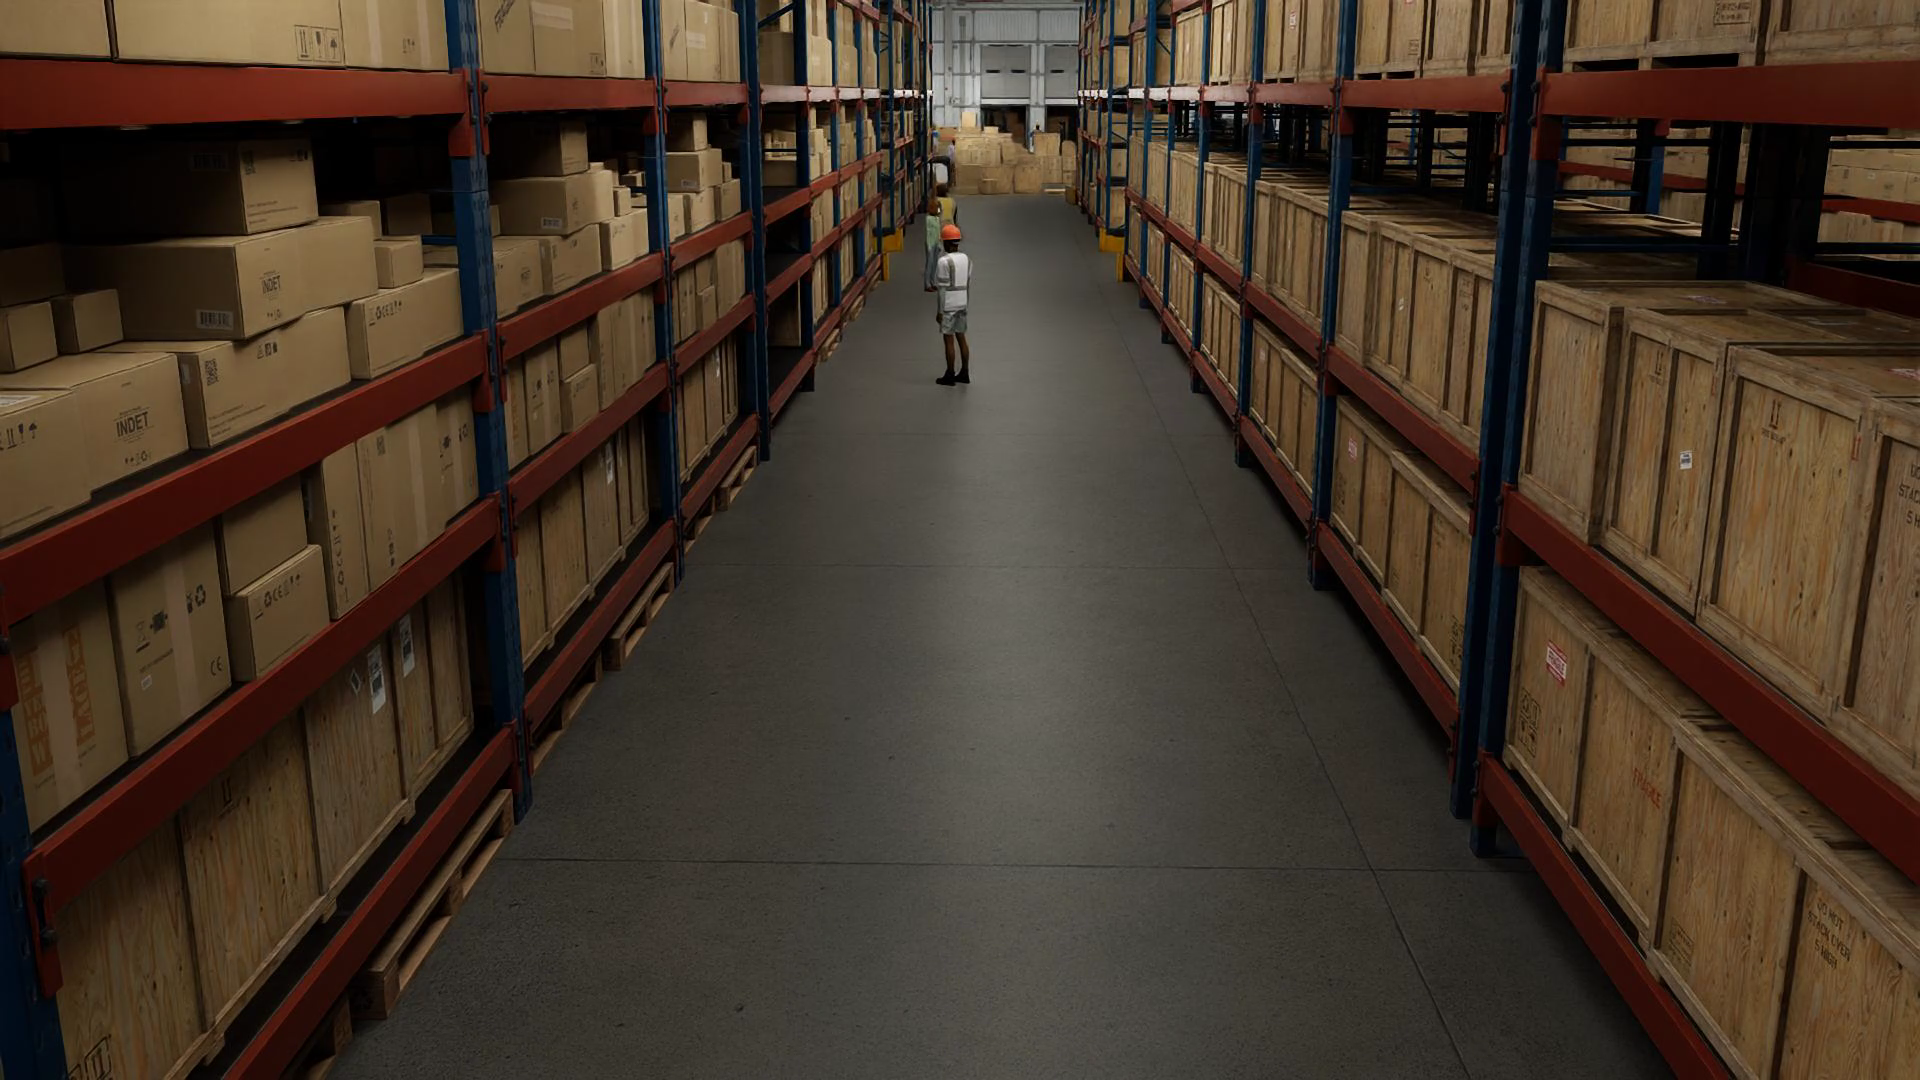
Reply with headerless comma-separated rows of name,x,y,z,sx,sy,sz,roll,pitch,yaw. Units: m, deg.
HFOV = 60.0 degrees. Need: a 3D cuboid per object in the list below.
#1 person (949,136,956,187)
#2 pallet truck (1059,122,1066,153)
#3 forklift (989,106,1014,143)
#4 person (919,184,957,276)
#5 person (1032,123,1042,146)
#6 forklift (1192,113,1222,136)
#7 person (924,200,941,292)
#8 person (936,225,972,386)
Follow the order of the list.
person,-0.130,-14.223,62.585,0.957,1.888,0.569,-3,15,-12
pallet truck,5.788,-21.111,88.014,1.885,1.965,0.823,5,16,18
forklift,1.901,-20.054,82.405,1.129,2.768,1.873,7,17,24
person,-0.411,-5.820,31.483,0.658,1.802,0.933,-10,18,-32
person,4.070,-20.941,87.535,0.584,1.917,0.383,5,16,19
forklift,8.063,-12.606,54.695,1.129,2.768,1.873,0,15,2
person,-0.478,-5.242,29.681,0.280,1.625,0.493,7,17,25
person,-0.098,-2.841,20.178,0.383,1.929,0.539,12,19,38
